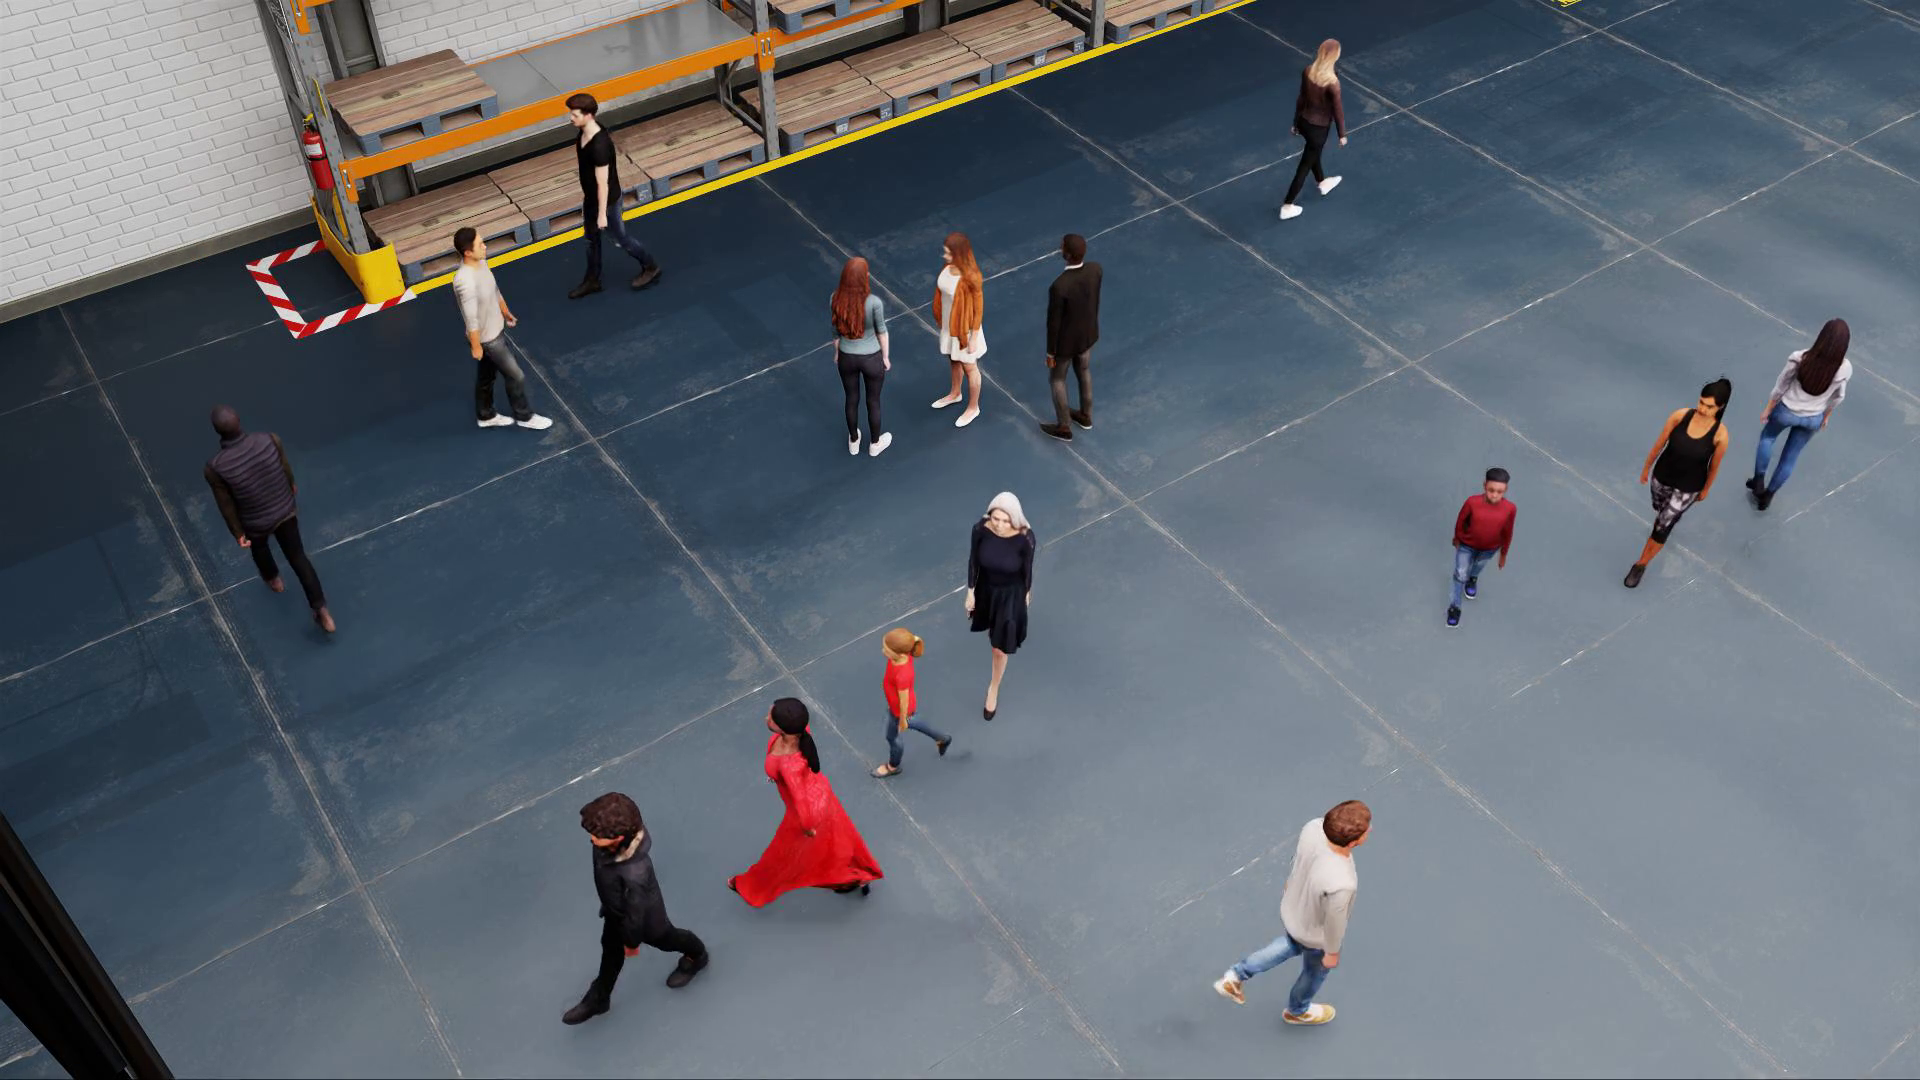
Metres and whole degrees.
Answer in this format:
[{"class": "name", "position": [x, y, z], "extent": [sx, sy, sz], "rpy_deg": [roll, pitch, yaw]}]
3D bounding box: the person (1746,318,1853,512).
[{"class": "person", "position": [6.026, -0.843, 11.953], "extent": [0.736, 1.618, 0.769], "rpy_deg": [13, 45, 13]}]

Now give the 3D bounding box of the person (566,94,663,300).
[{"class": "person", "position": [-2.895, -2.865, 13.895], "extent": [1.088, 1.868, 0.764], "rpy_deg": [-20, 47, -20]}]

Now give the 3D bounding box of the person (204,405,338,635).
[{"class": "person", "position": [-4.560, -0.117, 11.067], "extent": [1.159, 1.790, 0.848], "rpy_deg": [-32, 52, -29]}]

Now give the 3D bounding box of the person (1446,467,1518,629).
[{"class": "person", "position": [3.565, -0.036, 11.395], "extent": [0.843, 1.220, 0.920], "rpy_deg": [9, 44, 10]}]

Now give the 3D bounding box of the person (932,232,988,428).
[{"class": "person", "position": [0.009, -1.651, 12.733], "extent": [0.562, 1.713, 0.619], "rpy_deg": [-28, 50, -26]}]

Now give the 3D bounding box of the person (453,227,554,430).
[{"class": "person", "position": [-3.677, -1.569, 12.583], "extent": [0.975, 1.801, 0.880], "rpy_deg": [-4, 44, -4]}]

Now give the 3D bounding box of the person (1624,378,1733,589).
[{"class": "person", "position": [5.016, -0.467, 11.549], "extent": [0.753, 1.631, 1.117], "rpy_deg": [33, 53, 30]}]

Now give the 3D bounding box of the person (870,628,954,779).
[{"class": "person", "position": [-0.303, 0.994, 10.257], "extent": [0.835, 1.298, 0.704], "rpy_deg": [-4, 44, -4]}]

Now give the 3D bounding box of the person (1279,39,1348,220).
[{"class": "person", "position": [3.091, -3.616, 14.827], "extent": [1.035, 1.669, 0.690], "rpy_deg": [-20, 47, -20]}]

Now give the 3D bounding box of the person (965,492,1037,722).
[{"class": "person", "position": [0.275, 0.315, 10.666], "extent": [0.987, 1.717, 1.145], "rpy_deg": [14, 45, 14]}]

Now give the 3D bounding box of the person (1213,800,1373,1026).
[{"class": "person", "position": [1.779, 2.016, 8.759], "extent": [1.053, 1.884, 0.900], "rpy_deg": [-6, 44, -6]}]

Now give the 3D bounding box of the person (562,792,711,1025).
[{"class": "person", "position": [-1.675, 1.936, 8.956], "extent": [1.092, 1.729, 0.644], "rpy_deg": [-25, 49, -24]}]

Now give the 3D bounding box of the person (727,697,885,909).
[{"class": "person", "position": [-0.788, 1.508, 9.401], "extent": [1.208, 1.735, 1.084], "rpy_deg": [4, 44, 4]}]

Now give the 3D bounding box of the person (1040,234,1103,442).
[{"class": "person", "position": [0.853, -1.510, 12.522], "extent": [0.526, 1.799, 0.807], "rpy_deg": [-27, 50, -25]}]

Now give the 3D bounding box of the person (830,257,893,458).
[{"class": "person", "position": [-0.740, -1.353, 12.398], "extent": [0.677, 1.743, 0.725], "rpy_deg": [10, 45, 11]}]
